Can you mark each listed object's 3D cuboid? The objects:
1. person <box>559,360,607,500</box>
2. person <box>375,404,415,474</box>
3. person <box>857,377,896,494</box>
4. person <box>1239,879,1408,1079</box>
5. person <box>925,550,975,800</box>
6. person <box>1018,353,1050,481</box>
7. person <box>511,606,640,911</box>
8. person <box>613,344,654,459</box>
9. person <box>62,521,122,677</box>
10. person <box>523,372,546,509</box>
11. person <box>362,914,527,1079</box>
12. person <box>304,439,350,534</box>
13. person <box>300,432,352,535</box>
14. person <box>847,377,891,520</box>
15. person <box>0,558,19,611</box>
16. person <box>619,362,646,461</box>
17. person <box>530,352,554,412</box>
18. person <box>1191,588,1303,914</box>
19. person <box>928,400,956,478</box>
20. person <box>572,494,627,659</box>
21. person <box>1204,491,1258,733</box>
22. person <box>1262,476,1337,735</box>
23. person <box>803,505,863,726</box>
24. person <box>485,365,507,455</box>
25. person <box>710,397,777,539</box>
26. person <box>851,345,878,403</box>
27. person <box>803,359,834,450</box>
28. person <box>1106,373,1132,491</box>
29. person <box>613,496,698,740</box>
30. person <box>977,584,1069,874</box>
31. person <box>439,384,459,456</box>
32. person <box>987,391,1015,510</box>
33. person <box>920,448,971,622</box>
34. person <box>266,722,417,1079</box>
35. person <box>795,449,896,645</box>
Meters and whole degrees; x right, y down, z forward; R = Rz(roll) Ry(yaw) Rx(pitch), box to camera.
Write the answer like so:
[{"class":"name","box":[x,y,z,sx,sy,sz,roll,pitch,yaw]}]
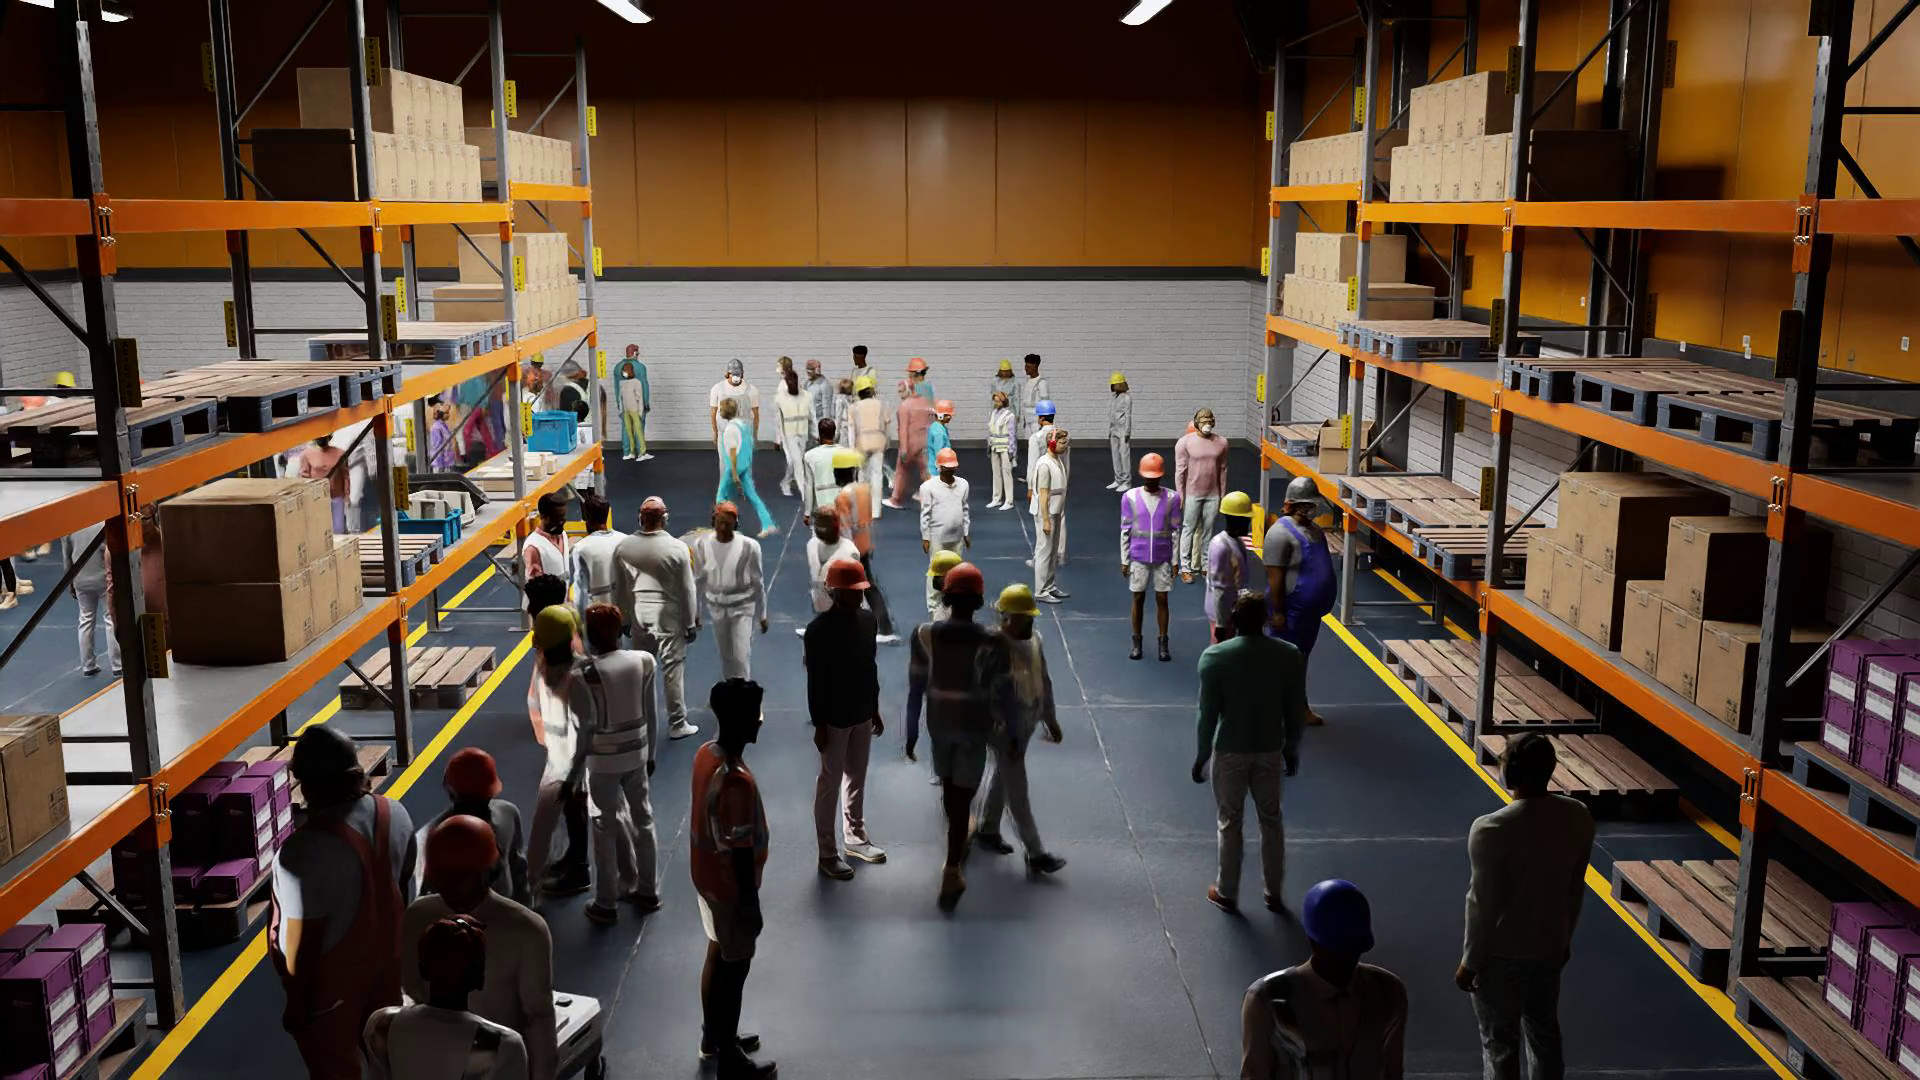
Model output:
[{"class":"person","box":[-5.380,-1.617,23.742,0.719,2.000,0.547,-8,14,-34]},{"class":"person","box":[-7.374,-1.131,21.760,0.718,1.852,0.706,6,13,27]},{"class":"person","box":[-1.218,-1.517,24.056,0.633,1.716,0.495,-6,13,-29]},{"class":"person","box":[1.212,2.052,5.575,0.605,1.948,0.385,-3,12,-16]},{"class":"person","box":[-0.072,0.938,11.628,0.329,1.765,0.533,-2,12,-12]},{"class":"person","box":[1.116,-1.820,24.942,0.365,1.964,0.610,-5,12,-24]},{"class":"person","box":[-2.272,1.278,9.678,0.586,1.862,0.956,9,15,39]},{"class":"person","box":[-5.363,-2.270,27.373,0.639,1.902,0.402,6,13,27]},{"class":"person","box":[-7.576,0.346,14.641,0.566,1.744,0.350,0,11,-1]},{"class":"person","box":[-5.831,-1.370,22.890,0.356,1.887,0.574,-6,13,-28]},{"class":"person","box":[-1.639,2.124,5.415,0.577,1.877,0.342,3,12,14]},{"class":"person","box":[-7.787,-0.928,20.567,0.701,1.937,0.593,-11,16,-43]},{"class":"person","box":[-7.118,-0.475,18.712,0.527,1.765,0.328,-5,12,-25]},{"class":"person","box":[-1.221,-1.246,22.263,0.604,1.877,0.952,-2,11,-10]},{"class":"person","box":[-9.959,-0.112,17.090,0.540,1.685,0.316,6,13,29]},{"class":"person","box":[-5.378,-2.101,27.235,0.500,1.622,0.318,8,14,36]},{"class":"person","box":[-7.001,-2.258,27.664,0.525,1.760,0.340,-7,13,-32]},{"class":"person","box":[1.681,1.236,9.728,0.652,1.932,0.363,-2,11,-9]},{"class":"person","box":[-0.228,-0.894,20.881,0.352,1.738,0.573,-1,11,-3]},{"class":"person","box":[-2.777,0.591,13.011,0.401,1.908,0.598,7,13,31]},{"class":"person","box":[2.126,0.565,13.086,0.387,1.926,0.591,5,12,23]},{"class":"person","box":[2.700,0.503,13.110,0.536,2.000,0.676,9,14,38]},{"class":"person","box":[-1.009,0.614,13.116,0.593,1.813,0.502,9,14,38]},{"class":"person","box":[-7.627,-2.334,27.452,0.387,1.992,0.622,4,12,19]},{"class":"person","box":[-2.745,-0.887,20.714,0.986,1.801,0.526,4,12,18]},{"class":"person","box":[-1.548,-2.140,26.583,0.377,1.962,0.606,-9,15,-39]},{"class":"person","box":[-2.139,-1.736,24.706,0.396,1.899,0.661,-8,14,-34]},{"class":"person","box":[2.321,-1.586,24.369,0.324,1.730,0.490,-6,13,-29]},{"class":"person","box":[-2.336,0.607,12.912,0.651,1.913,0.410,3,12,14]},{"class":"person","box":[0.419,1.167,10.396,0.899,1.789,0.599,9,14,37]},{"class":"person","box":[-8.282,-2.221,26.792,0.398,2.029,0.614,-3,12,-12]},{"class":"person","box":[0.573,-1.225,22.815,0.314,1.633,0.519,-8,14,-36]},{"class":"person","box":[-0.131,-0.059,16.647,0.572,1.750,0.330,-7,13,-32]},{"class":"person","box":[-2.598,1.739,6.910,0.538,2.000,0.689,4,12,21]},{"class":"person","box":[-1.047,0.072,15.699,1.015,1.873,0.611,4,12,20]}]
